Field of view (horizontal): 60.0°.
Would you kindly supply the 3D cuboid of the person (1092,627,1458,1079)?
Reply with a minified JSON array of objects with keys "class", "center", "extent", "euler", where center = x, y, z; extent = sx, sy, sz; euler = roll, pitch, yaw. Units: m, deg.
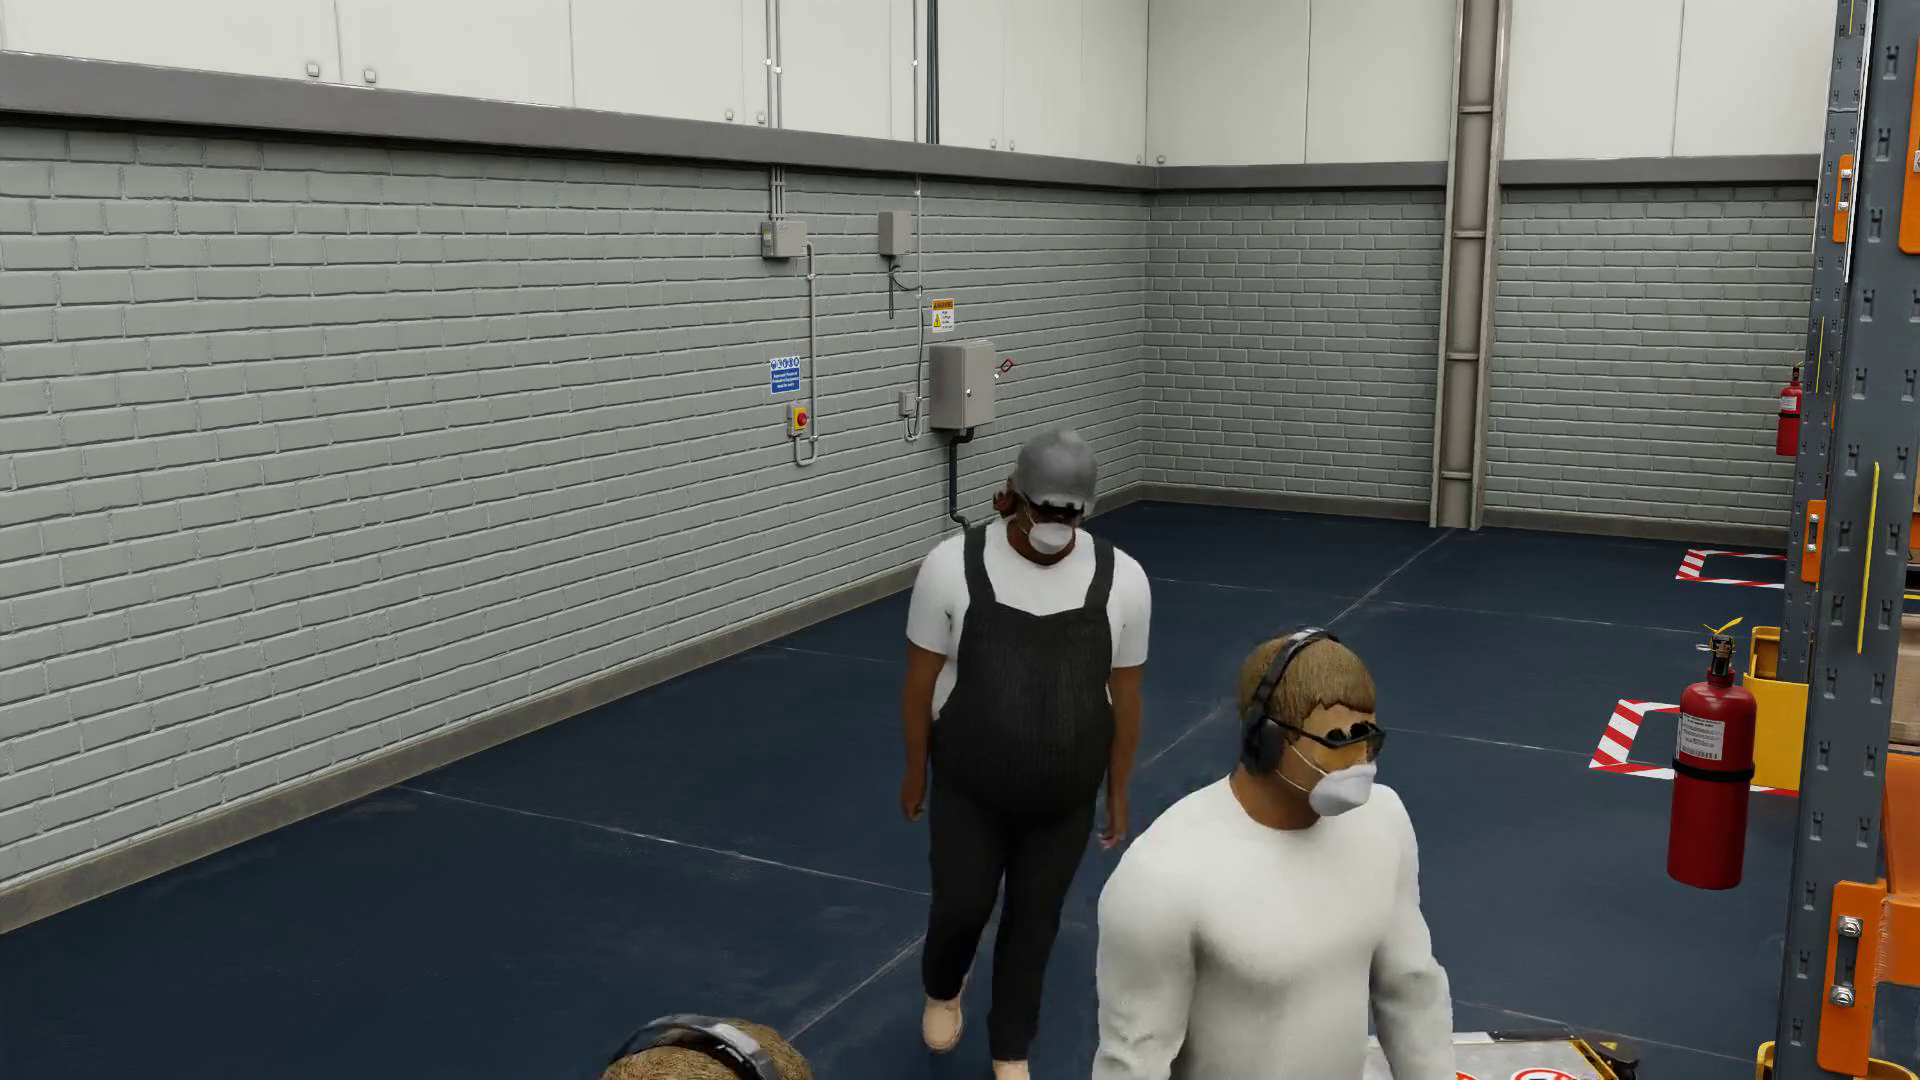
[{"class":"person","center":[0.589,1.085,2.730],"extent":[0.631,1.898,0.906],"euler":[-9,13,-39]}]

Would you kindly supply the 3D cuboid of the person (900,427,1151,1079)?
[{"class":"person","center":[0.192,0.631,4.803],"extent":[0.719,2.000,0.589],"euler":[-1,10,-5]}]

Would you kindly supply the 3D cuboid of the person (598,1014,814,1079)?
[{"class":"person","center":[-0.294,1.337,1.375],"extent":[0.638,1.893,1.034],"euler":[4,11,21]}]

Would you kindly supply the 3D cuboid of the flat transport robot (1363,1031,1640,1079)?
[{"class":"flat transport robot","center":[1.231,1.576,4.481],"extent":[1.431,0.197,0.652],"euler":[-1,10,-4]}]
